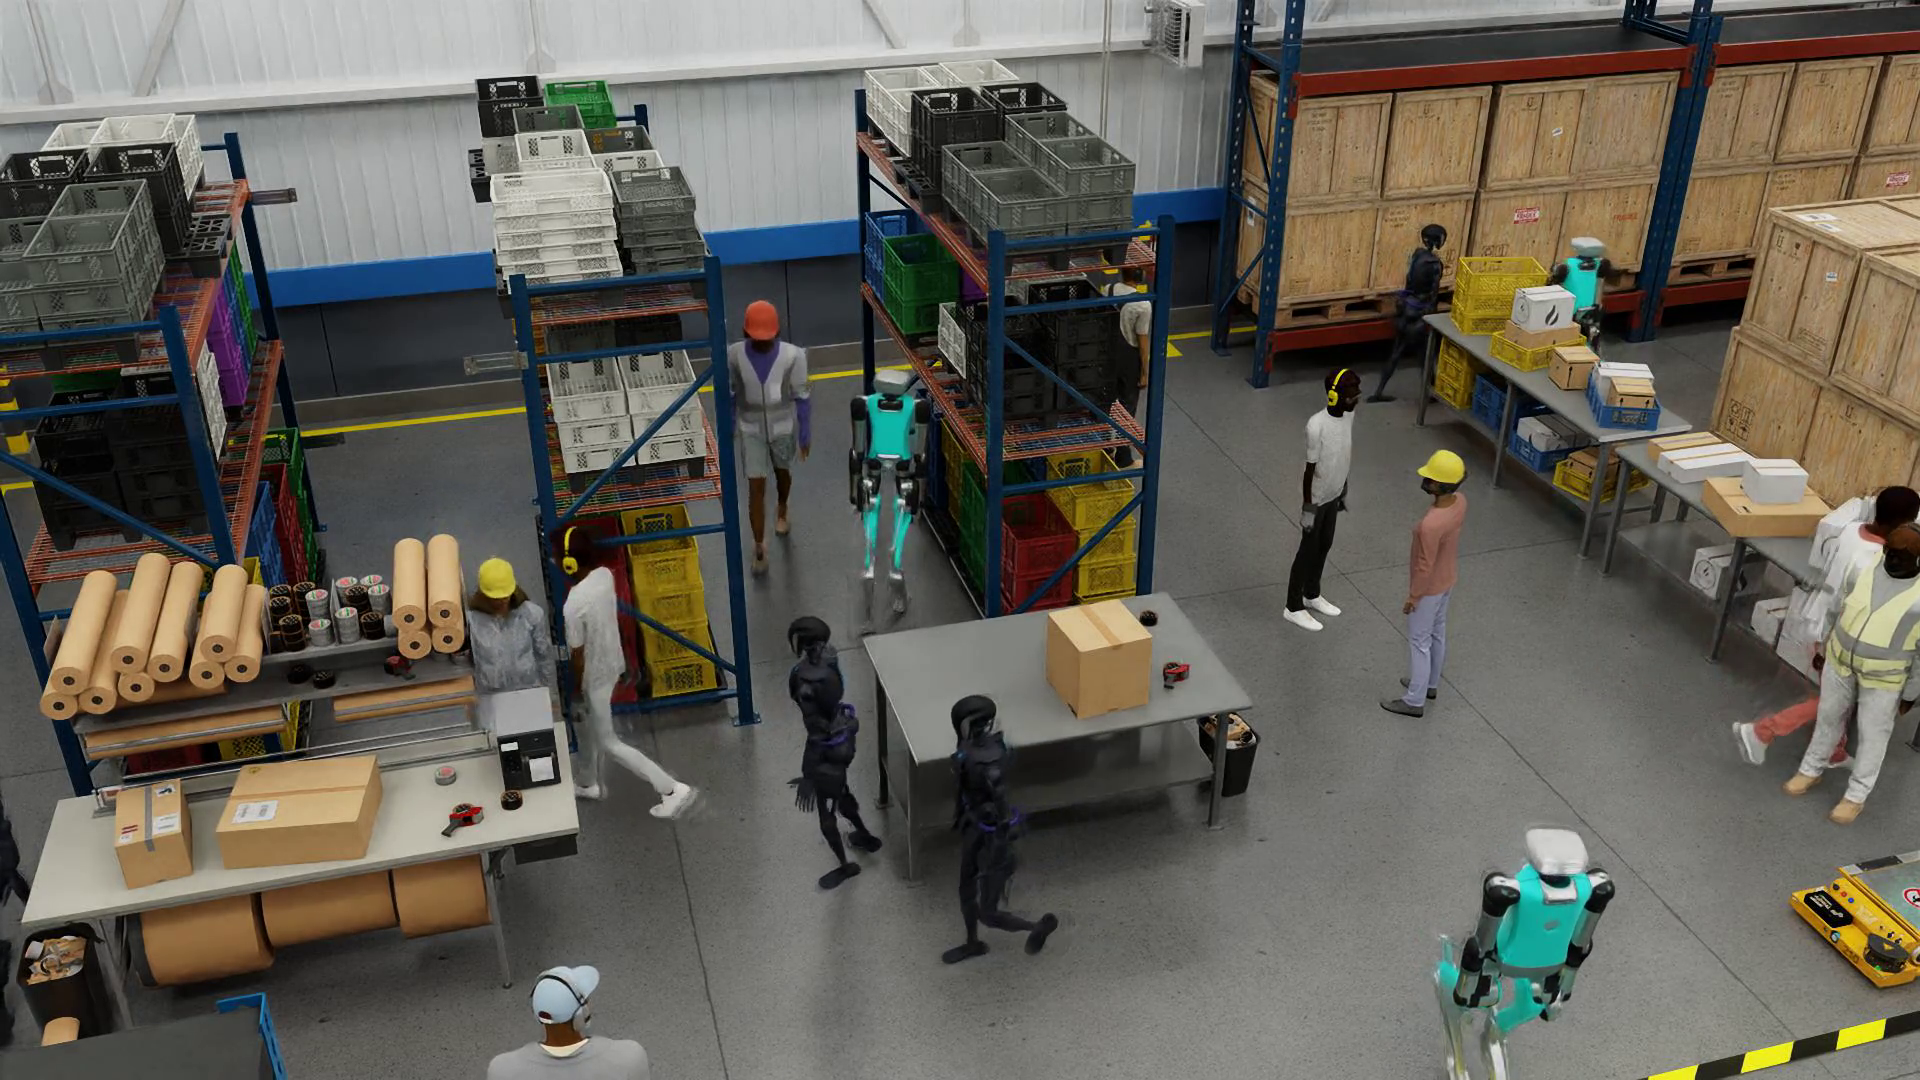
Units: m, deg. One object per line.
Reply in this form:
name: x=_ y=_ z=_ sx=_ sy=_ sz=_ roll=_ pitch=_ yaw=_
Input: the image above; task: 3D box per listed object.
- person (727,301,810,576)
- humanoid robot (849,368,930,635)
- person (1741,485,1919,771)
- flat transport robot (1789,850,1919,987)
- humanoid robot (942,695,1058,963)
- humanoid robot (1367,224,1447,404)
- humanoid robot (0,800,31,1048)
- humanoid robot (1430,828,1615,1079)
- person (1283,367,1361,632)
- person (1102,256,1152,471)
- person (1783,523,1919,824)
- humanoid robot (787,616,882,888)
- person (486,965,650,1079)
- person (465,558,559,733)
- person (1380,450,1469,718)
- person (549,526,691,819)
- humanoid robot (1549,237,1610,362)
person: x=-1.366 y=-0.796 z=11.836 sx=0.609 sy=1.987 sz=1.044 roll=-2 pitch=29 yaw=-4
humanoid robot: x=-0.474 y=-0.172 z=10.961 sx=0.544 sy=1.807 sz=0.775 roll=0 pitch=29 yaw=1
person: x=5.029 y=0.535 z=9.512 sx=0.717 sy=1.886 sz=0.604 roll=6 pitch=29 yaw=10
flat transport robot: x=5.163 y=1.916 z=8.676 sx=1.431 sy=0.231 sz=0.659 roll=-8 pitch=30 yaw=-14
humanoid robot: x=0.192 y=1.406 z=8.149 sx=0.567 sy=1.630 sz=0.608 roll=-11 pitch=31 yaw=-19
humanoid robot: x=3.950 y=-1.930 z=14.239 sx=0.732 sy=1.630 sz=0.595 roll=-5 pitch=29 yaw=-9
humanoid robot: x=-4.747 y=1.579 z=7.873 sx=0.601 sy=1.623 sz=0.789 roll=-8 pitch=30 yaw=-15
humanoid robot: x=2.359 y=1.864 z=7.259 sx=0.541 sy=1.771 sz=0.886 roll=-3 pitch=29 yaw=-5
person: x=2.419 y=-0.273 z=11.013 sx=0.497 sy=1.861 sz=0.332 roll=-26 pitch=38 yaw=-38
person: x=1.298 y=-1.390 z=13.070 sx=0.347 sy=1.839 sz=0.498 roll=-21 pitch=35 yaw=-33
person: x=5.044 y=0.716 z=9.236 sx=0.430 sy=1.837 sz=0.623 roll=-17 pitch=33 yaw=-28
humanoid robot: x=-0.676 y=1.088 z=8.724 sx=0.387 sy=1.646 sz=0.601 roll=5 pitch=29 yaw=9
person: x=-1.417 y=2.335 z=6.270 sx=0.595 sy=1.849 sz=0.389 roll=-5 pitch=29 yaw=-9
person: x=-2.436 y=0.865 z=9.060 sx=0.510 sy=1.726 sz=0.387 roll=-12 pitch=31 yaw=-21
person: x=2.845 y=0.260 z=10.131 sx=0.308 sy=1.769 sz=0.532 roll=19 pitch=34 yaw=31
person: x=-1.957 y=0.750 z=9.169 sx=0.849 sy=1.824 sz=0.518 roll=5 pitch=29 yaw=9
humanoid robot: x=5.091 y=-1.484 z=13.422 sx=0.530 sy=1.778 sz=1.015 roll=-11 pitch=31 yaw=-20
